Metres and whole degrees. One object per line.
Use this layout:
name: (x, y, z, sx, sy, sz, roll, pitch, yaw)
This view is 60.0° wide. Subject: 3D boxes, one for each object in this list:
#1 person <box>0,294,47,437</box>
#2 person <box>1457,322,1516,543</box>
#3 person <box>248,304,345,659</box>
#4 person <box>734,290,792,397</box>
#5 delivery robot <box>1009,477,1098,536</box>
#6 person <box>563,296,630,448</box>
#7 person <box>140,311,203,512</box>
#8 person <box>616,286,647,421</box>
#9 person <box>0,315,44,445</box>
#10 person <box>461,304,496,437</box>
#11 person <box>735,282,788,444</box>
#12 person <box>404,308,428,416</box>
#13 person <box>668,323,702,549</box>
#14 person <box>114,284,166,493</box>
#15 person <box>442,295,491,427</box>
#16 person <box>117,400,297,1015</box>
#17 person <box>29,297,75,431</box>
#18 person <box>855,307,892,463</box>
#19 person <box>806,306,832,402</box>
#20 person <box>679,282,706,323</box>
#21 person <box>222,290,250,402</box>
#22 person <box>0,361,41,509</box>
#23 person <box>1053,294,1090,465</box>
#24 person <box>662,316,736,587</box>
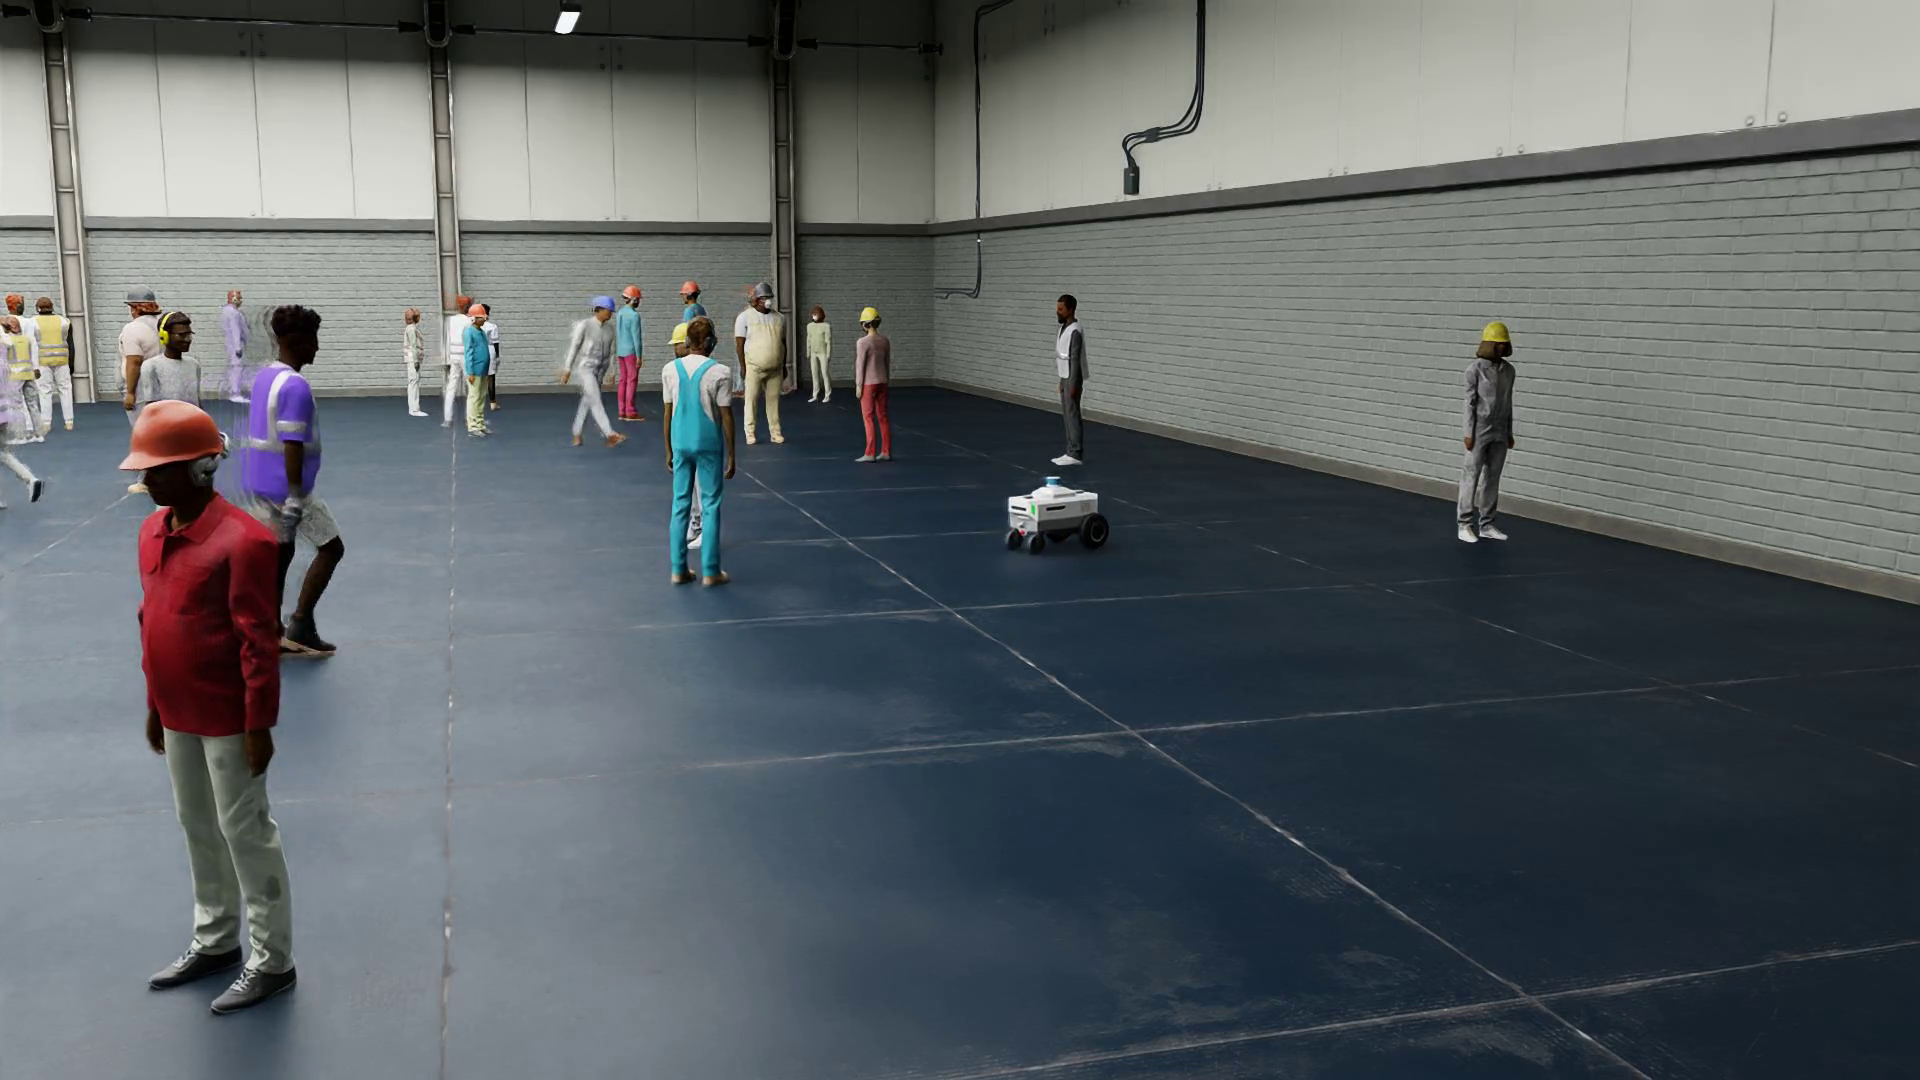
person: (-12.430, -2.300, 21.979, 0.586, 1.882, 0.340, 2, 9, 11)
person: (4.203, -0.852, 13.184, 0.490, 1.743, 0.324, -4, 10, -24)
person: (-3.616, -0.303, 9.035, 0.498, 1.942, 0.628, -9, 12, -44)
person: (-3.517, -3.466, 29.234, 1.012, 1.937, 0.644, -1, 9, -9)
delivery robot: (0.719, -0.244, 12.788, 0.707, 0.478, 0.477, -7, 11, -37)
person: (-4.530, -2.075, 20.587, 0.985, 1.867, 0.663, 6, 11, 33)
person: (-5.383, -0.637, 11.465, 0.322, 1.860, 0.523, 3, 9, 19)
person: (-4.841, -2.748, 24.542, 0.416, 1.987, 0.607, -7, 11, -38)
person: (-11.885, -2.012, 20.979, 0.321, 1.628, 0.529, 2, 9, 14)
person: (-6.378, -2.250, 22.070, 0.336, 1.749, 0.575, 1, 9, 7)
person: (-2.466, -2.228, 21.024, 0.684, 2.000, 0.538, -5, 10, -28)
person: (-8.286, -2.696, 25.270, 0.307, 1.645, 0.519, -4, 10, -21)
person: (-2.083, -0.804, 12.886, 0.319, 1.741, 0.492, -5, 10, -27)
person: (-7.978, -1.484, 16.272, 0.538, 2.000, 0.690, 2, 9, 12)
person: (-7.058, -2.521, 23.536, 0.624, 1.855, 0.576, 5, 10, 30)
person: (-2.171, 0.470, 4.756, 0.573, 1.743, 0.354, 6, 11, 33)
person: (-12.514, -2.417, 22.879, 0.622, 1.838, 0.429, -8, 12, -41)
person: (-0.999, -1.760, 18.938, 0.336, 1.760, 0.523, 7, 12, 40)
person: (-2.379, -3.132, 28.123, 0.499, 1.628, 0.284, 5, 10, 31)
person: (-4.109, -2.935, 25.525, 0.391, 2.040, 0.615, 2, 9, 10)
person: (-12.243, -3.277, 28.170, 0.401, 1.899, 0.644, -5, 10, -30)
person: (-8.641, -1.057, 14.893, 0.508, 1.608, 0.551, 1, 9, 5)
person: (1.253, -1.790, 18.640, 0.386, 1.913, 0.593, -1, 9, -6)
person: (-1.760, -0.592, 11.250, 0.515, 1.835, 0.355, 2, 9, 14)
